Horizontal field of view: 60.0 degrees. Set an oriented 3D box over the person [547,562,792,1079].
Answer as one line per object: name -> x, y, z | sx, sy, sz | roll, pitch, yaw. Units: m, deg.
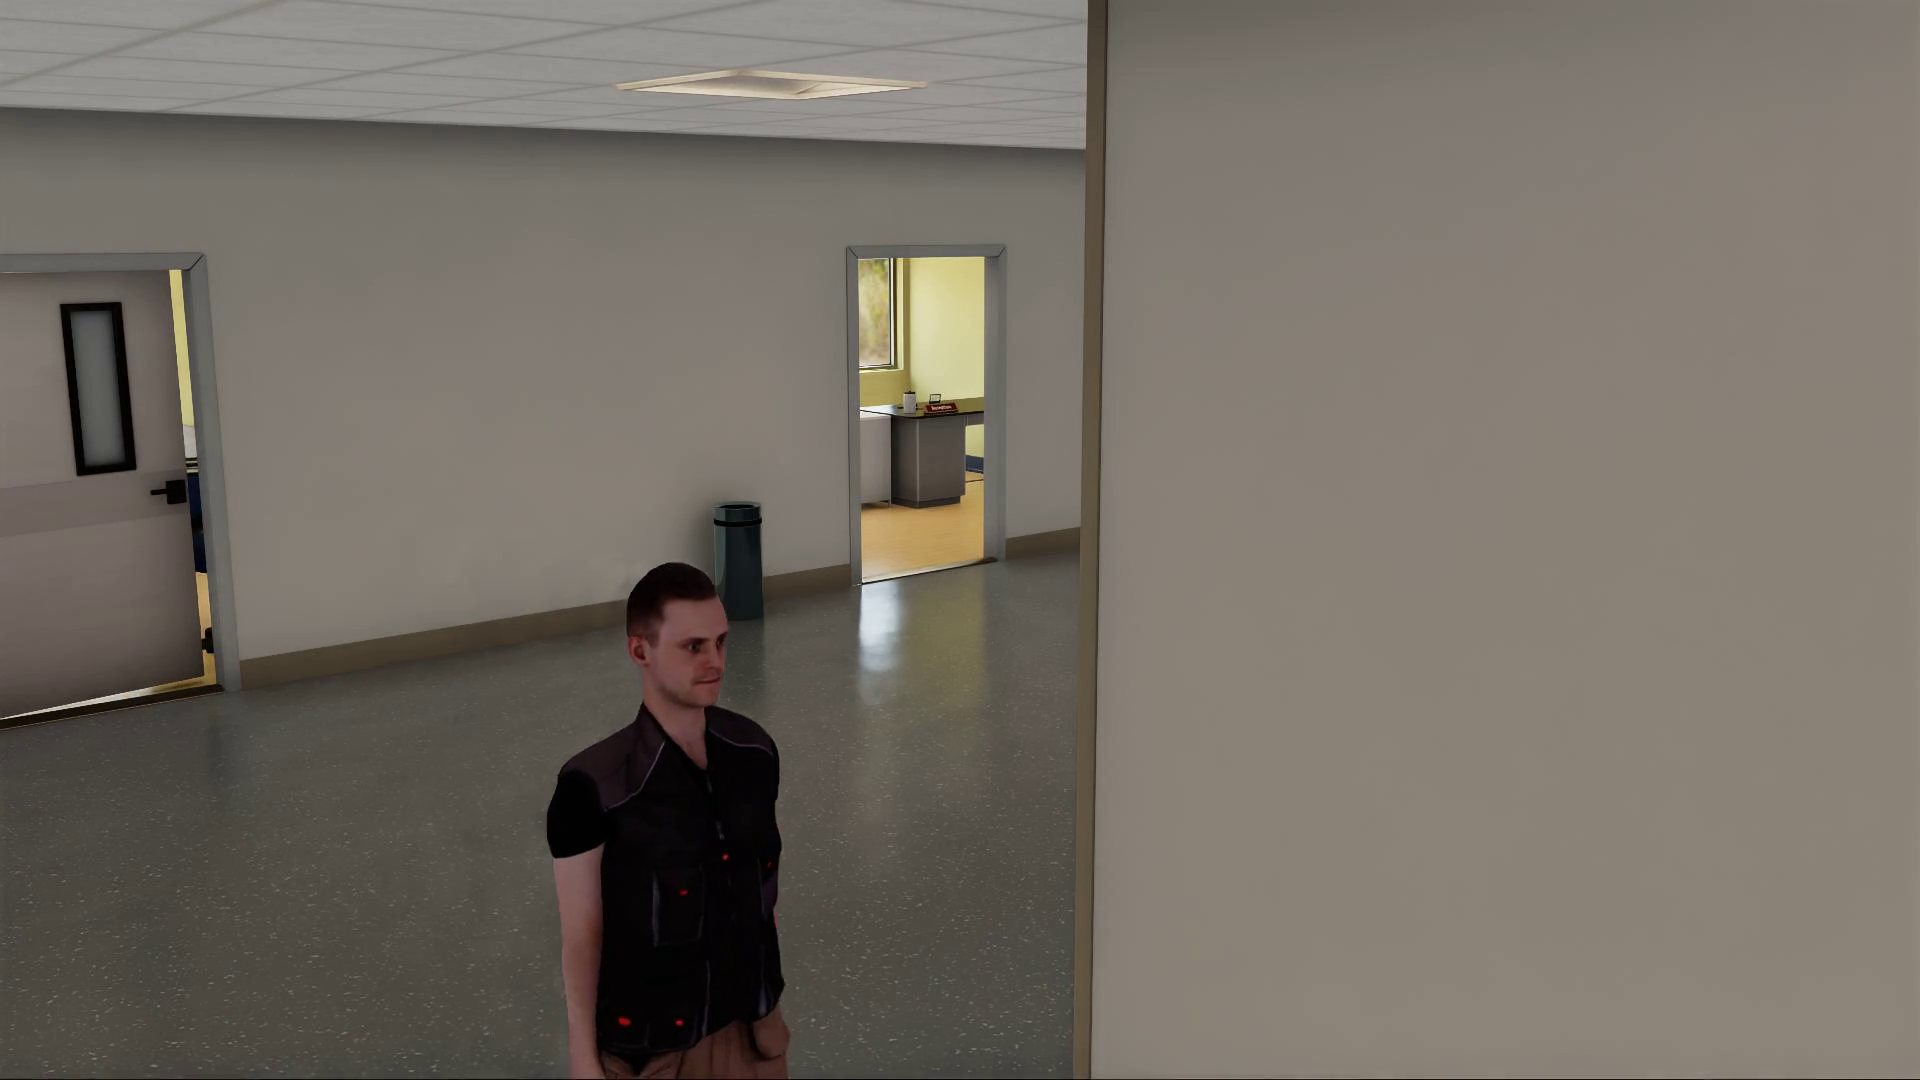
person -> -0.603, 0.946, 3.254 | 0.984, 1.817, 0.748 | -10, 15, -42
